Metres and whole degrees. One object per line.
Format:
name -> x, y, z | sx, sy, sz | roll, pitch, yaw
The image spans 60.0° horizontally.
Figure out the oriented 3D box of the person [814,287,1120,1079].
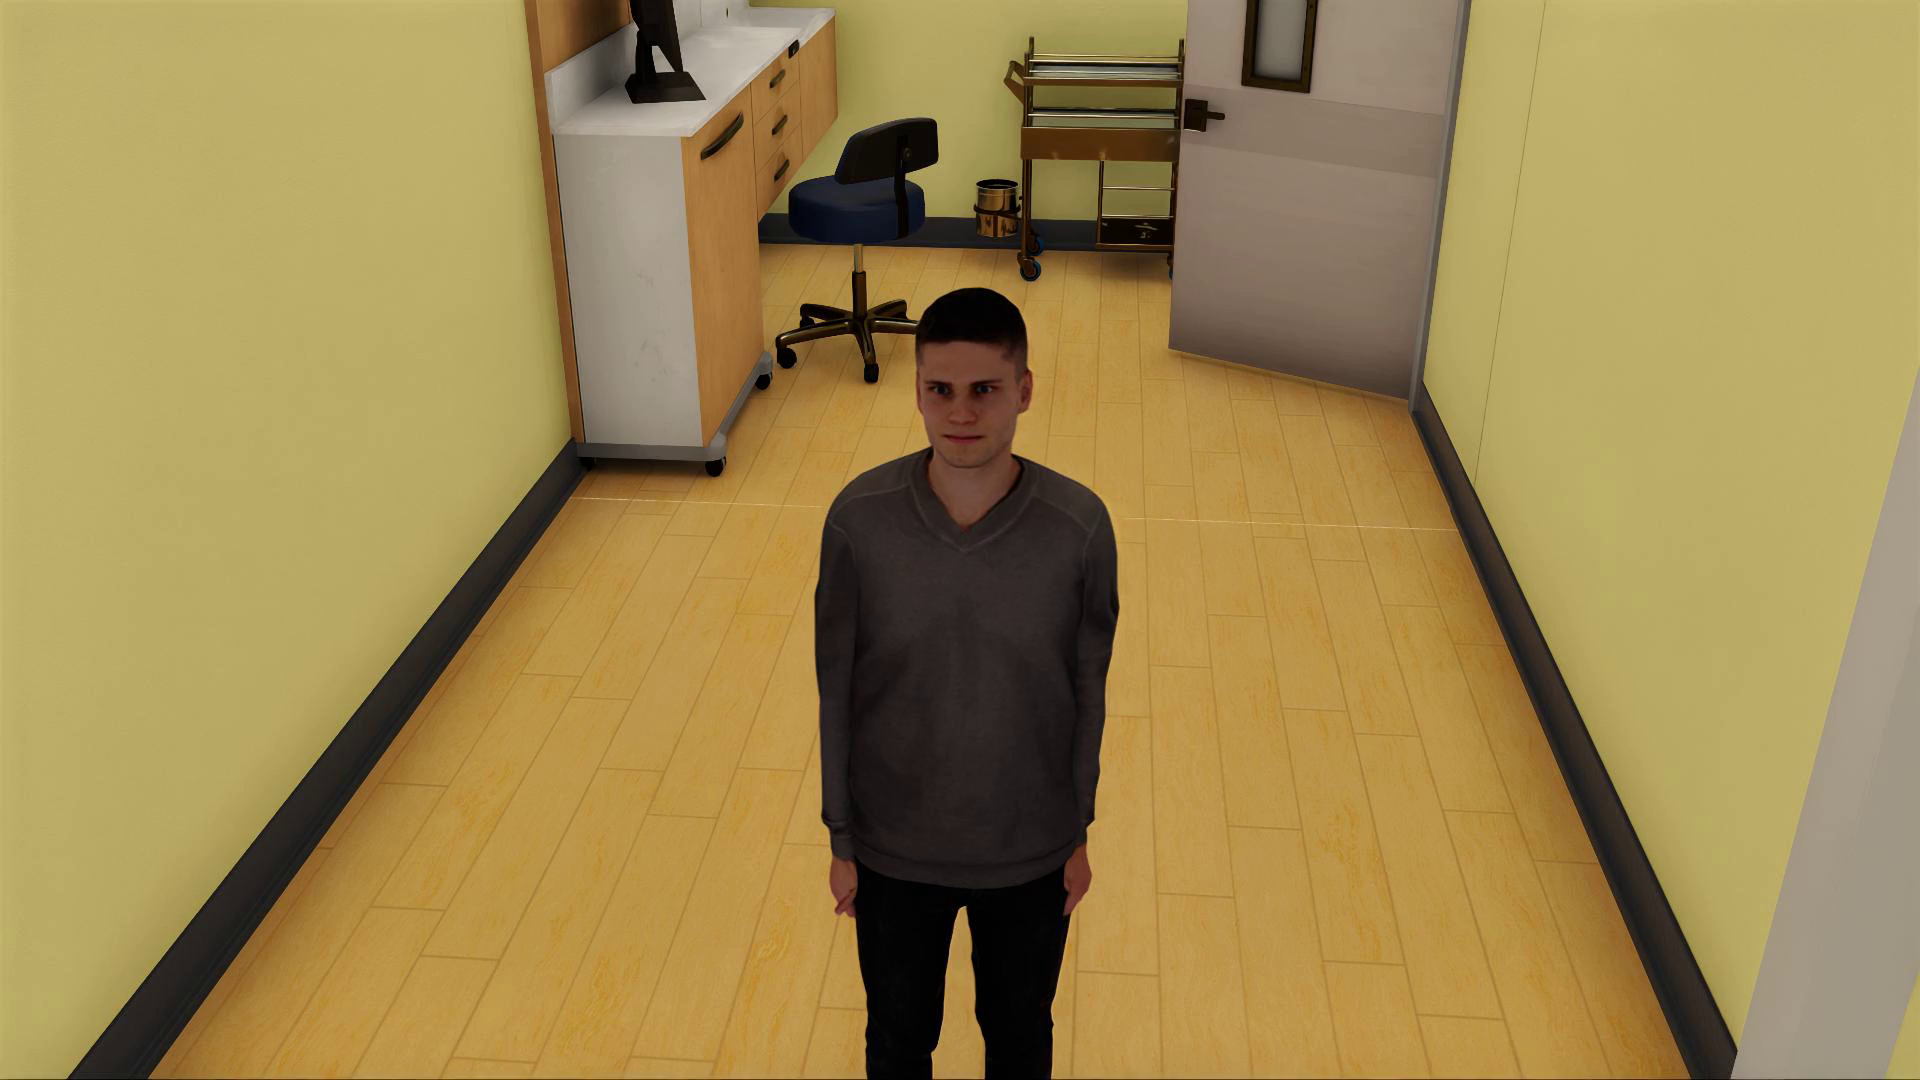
person -> 0.006, 0.458, 2.656 | 0.508, 1.761, 0.695 | 0, 26, -1
